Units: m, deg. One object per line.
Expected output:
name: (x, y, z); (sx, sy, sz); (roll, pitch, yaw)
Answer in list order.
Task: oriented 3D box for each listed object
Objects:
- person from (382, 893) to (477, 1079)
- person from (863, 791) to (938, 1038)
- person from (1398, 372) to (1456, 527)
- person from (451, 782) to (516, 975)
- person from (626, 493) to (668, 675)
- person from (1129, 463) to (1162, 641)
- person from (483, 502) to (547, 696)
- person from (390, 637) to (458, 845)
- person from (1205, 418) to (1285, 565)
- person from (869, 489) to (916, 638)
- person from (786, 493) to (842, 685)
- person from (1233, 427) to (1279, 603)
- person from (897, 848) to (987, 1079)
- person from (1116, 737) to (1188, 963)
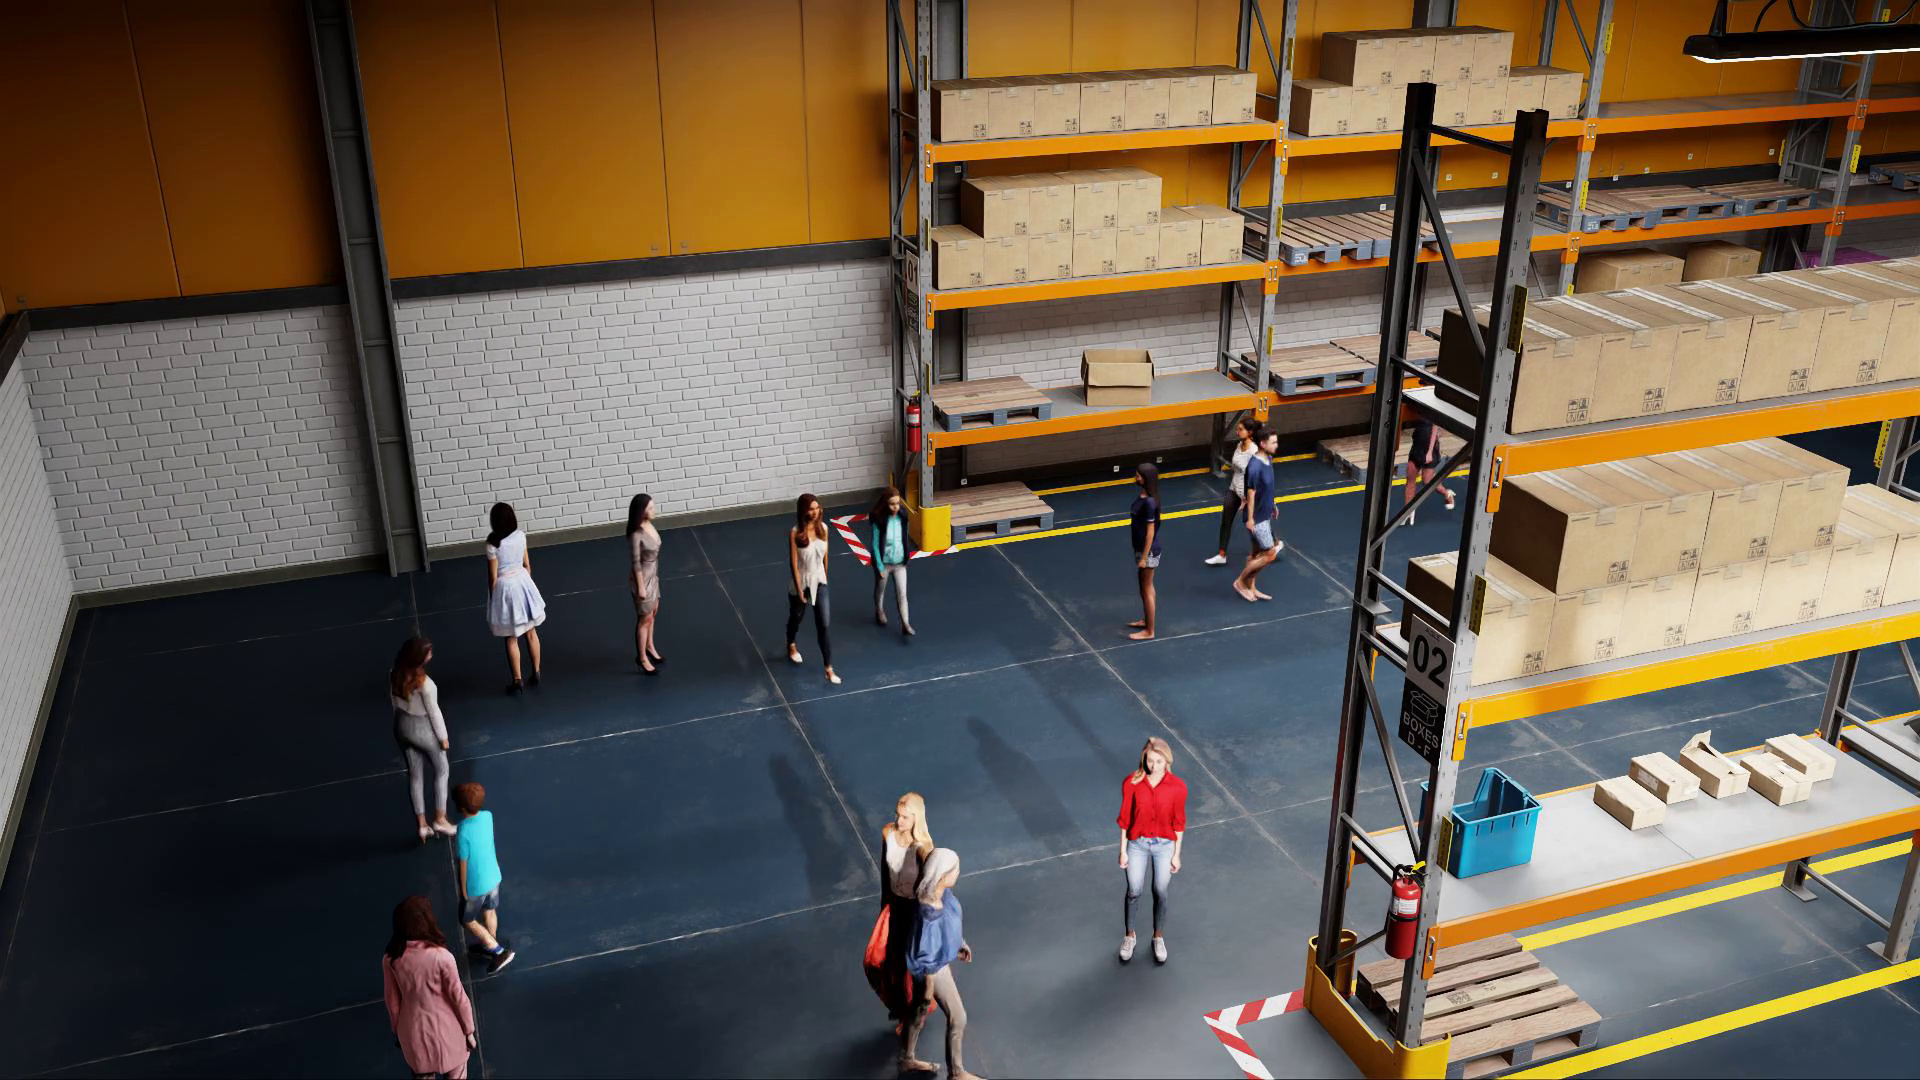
person: (-3.018, 2.822, 9.486); (0.592, 1.800, 0.749); (1, 24, 2)
person: (-0.254, 2.354, 10.575); (0.838, 1.785, 0.787); (-19, 30, -36)
person: (5.158, -0.978, 18.214); (0.929, 1.773, 0.559); (-9, 25, -19)
person: (-3.195, 2.270, 11.197); (0.814, 1.440, 0.750); (10, 25, 21)
person: (-2.872, 0.382, 15.139); (0.651, 1.743, 0.661); (2, 24, 5)
person: (1.774, 0.101, 15.755); (0.667, 1.765, 0.662); (3, 24, 7)
person: (-3.960, 0.518, 14.745); (0.790, 1.810, 0.873); (-20, 31, -38)
person: (-4.094, 1.498, 12.587); (0.682, 1.742, 0.755); (4, 24, 9)
person: (3.040, -0.480, 17.273); (1.082, 1.613, 0.582); (-9, 25, -20)
person: (-0.707, 0.182, 15.946); (0.890, 1.463, 0.649); (-9, 25, -20)
person: (-1.430, 0.402, 15.093); (1.081, 1.743, 0.780); (-14, 27, -28)
person: (2.892, -0.263, 16.499); (0.825, 1.835, 0.768); (10, 26, 22)
person: (-0.256, 2.607, 10.129); (0.874, 1.679, 0.744); (-2, 24, -4)
person: (1.293, 2.086, 11.289); (0.595, 1.705, 0.742); (2, 24, 5)
